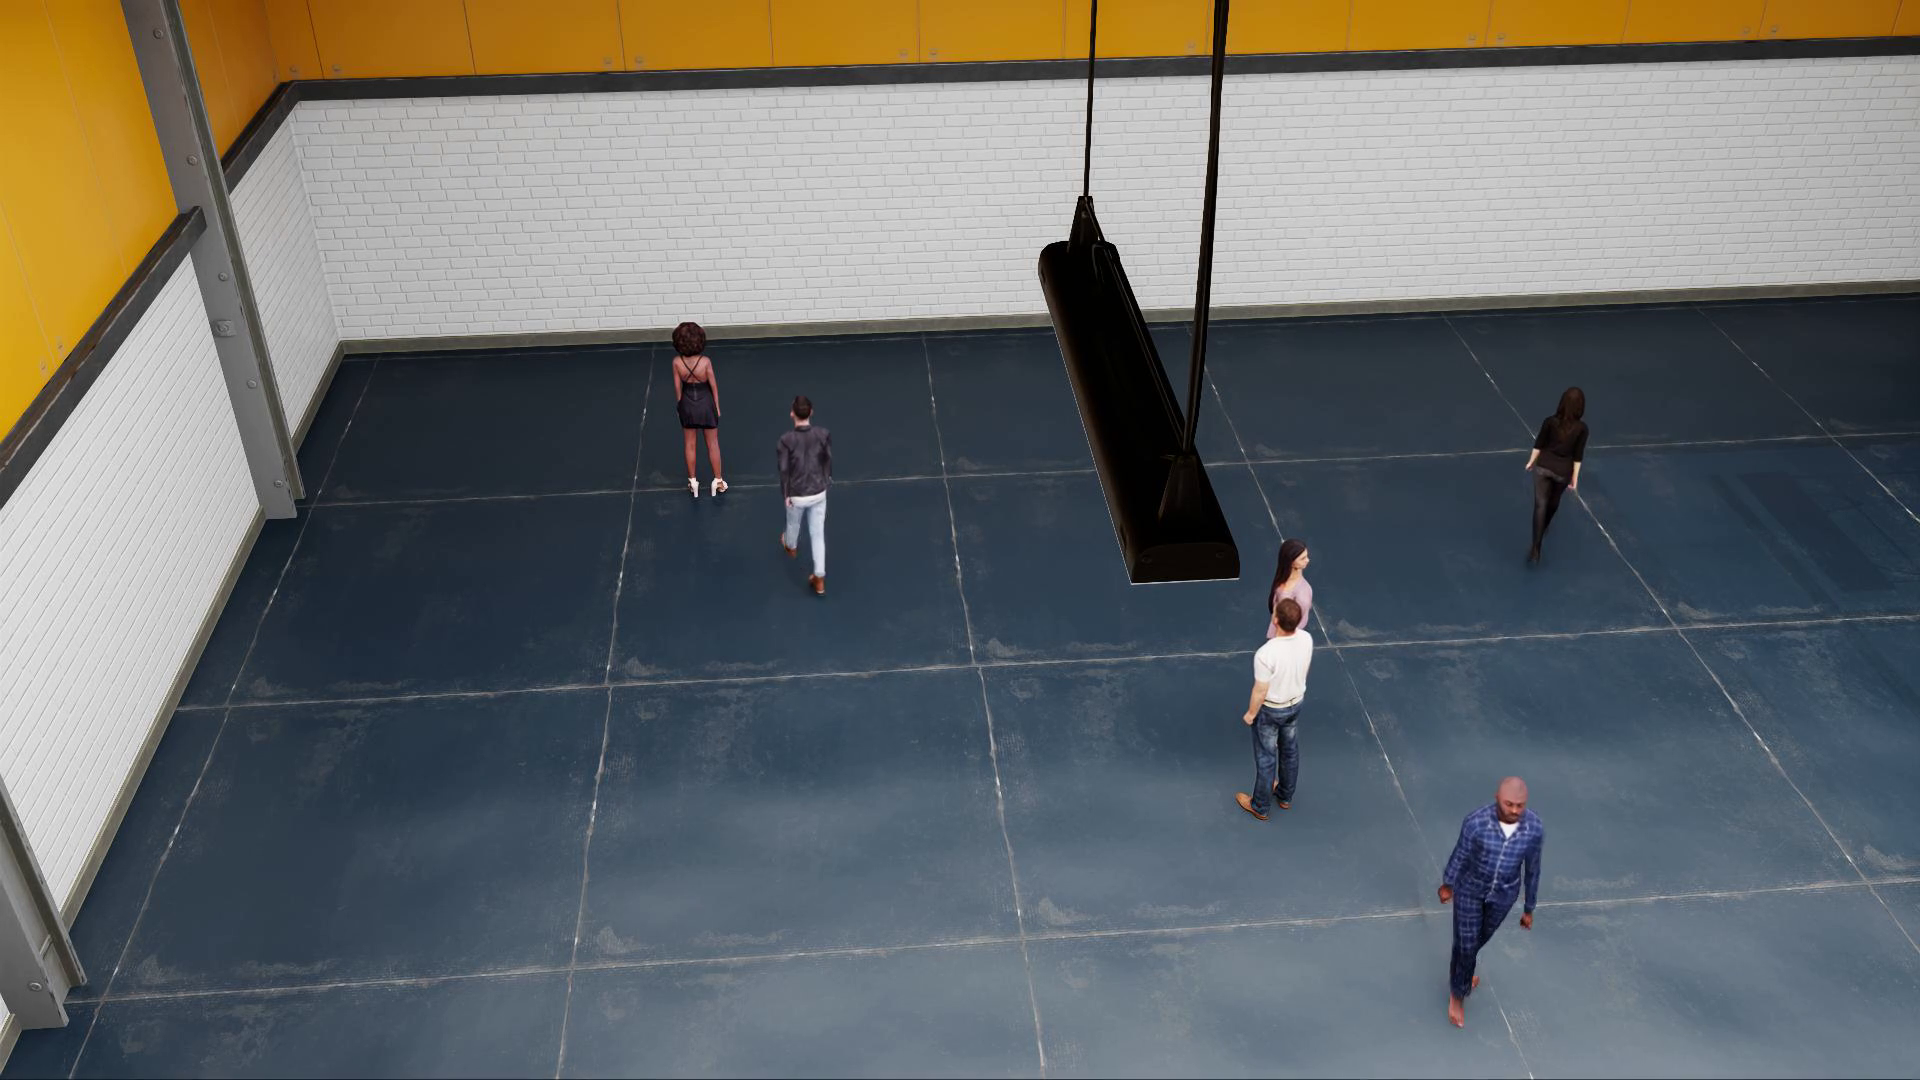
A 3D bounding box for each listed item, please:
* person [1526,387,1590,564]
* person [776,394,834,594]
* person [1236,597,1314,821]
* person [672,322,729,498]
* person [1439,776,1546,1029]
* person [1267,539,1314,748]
[{"bbox_3d":[5.211,-0.547,14.621,0.849,1.605,1.146,9,35,14],"label":"person"},{"bbox_3d":[-1.275,-0.349,14.147,0.884,1.801,1.171,-13,36,-19],"label":"person"},{"bbox_3d":[2.261,1.191,11.780,0.749,1.856,0.728,-18,38,-25],"label":"person"},{"bbox_3d":[-2.432,-1.200,15.438,0.570,1.790,0.560,1,34,1],"label":"person"},{"bbox_3d":[3.287,2.120,10.437,0.760,1.796,0.908,1,34,1],"label":"person"},{"bbox_3d":[2.417,0.760,12.469,0.758,1.812,0.610,11,35,15],"label":"person"}]
